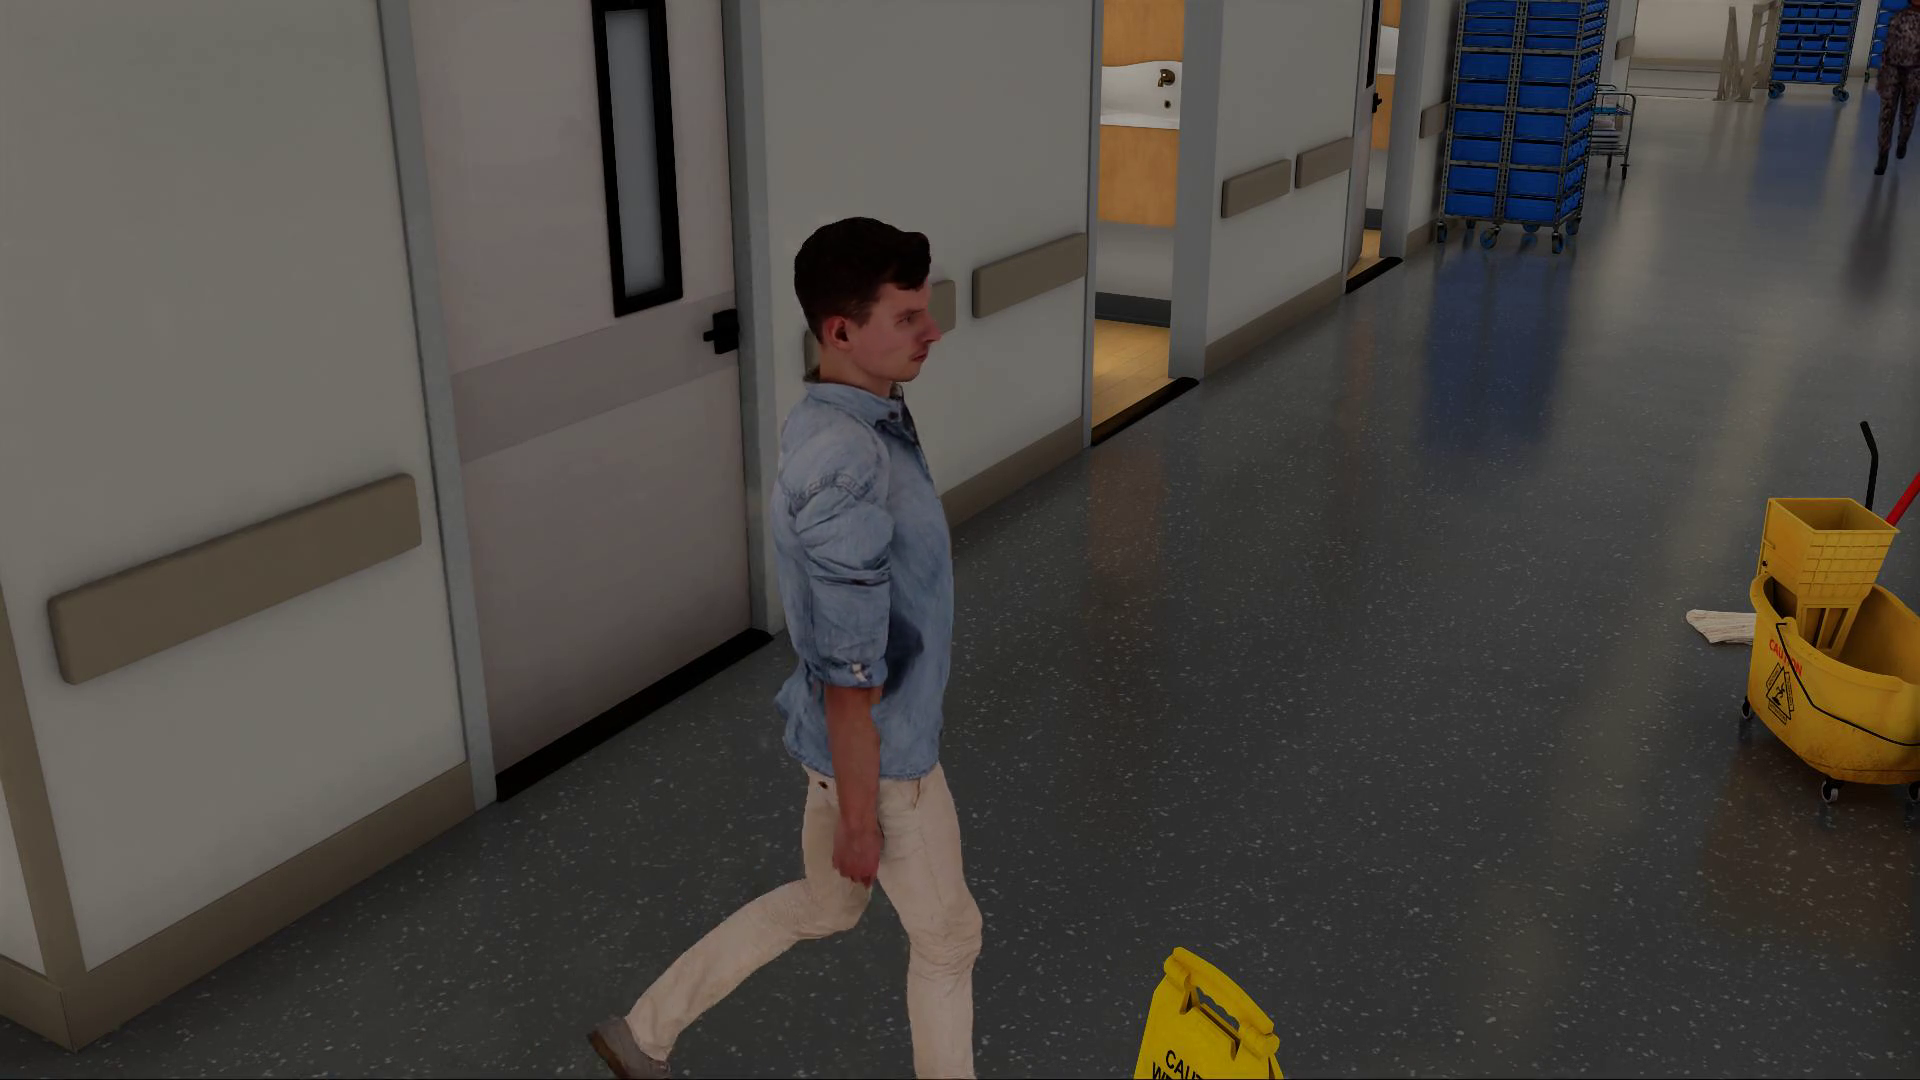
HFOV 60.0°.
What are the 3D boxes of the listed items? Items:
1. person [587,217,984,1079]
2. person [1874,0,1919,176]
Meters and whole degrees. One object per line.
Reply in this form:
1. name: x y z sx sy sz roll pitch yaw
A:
1. person: -0.264 0.368 2.877 1.139 1.812 1.168 -3 21 -9
2. person: 8.530 -4.176 15.031 0.614 1.702 0.917 14 25 32
